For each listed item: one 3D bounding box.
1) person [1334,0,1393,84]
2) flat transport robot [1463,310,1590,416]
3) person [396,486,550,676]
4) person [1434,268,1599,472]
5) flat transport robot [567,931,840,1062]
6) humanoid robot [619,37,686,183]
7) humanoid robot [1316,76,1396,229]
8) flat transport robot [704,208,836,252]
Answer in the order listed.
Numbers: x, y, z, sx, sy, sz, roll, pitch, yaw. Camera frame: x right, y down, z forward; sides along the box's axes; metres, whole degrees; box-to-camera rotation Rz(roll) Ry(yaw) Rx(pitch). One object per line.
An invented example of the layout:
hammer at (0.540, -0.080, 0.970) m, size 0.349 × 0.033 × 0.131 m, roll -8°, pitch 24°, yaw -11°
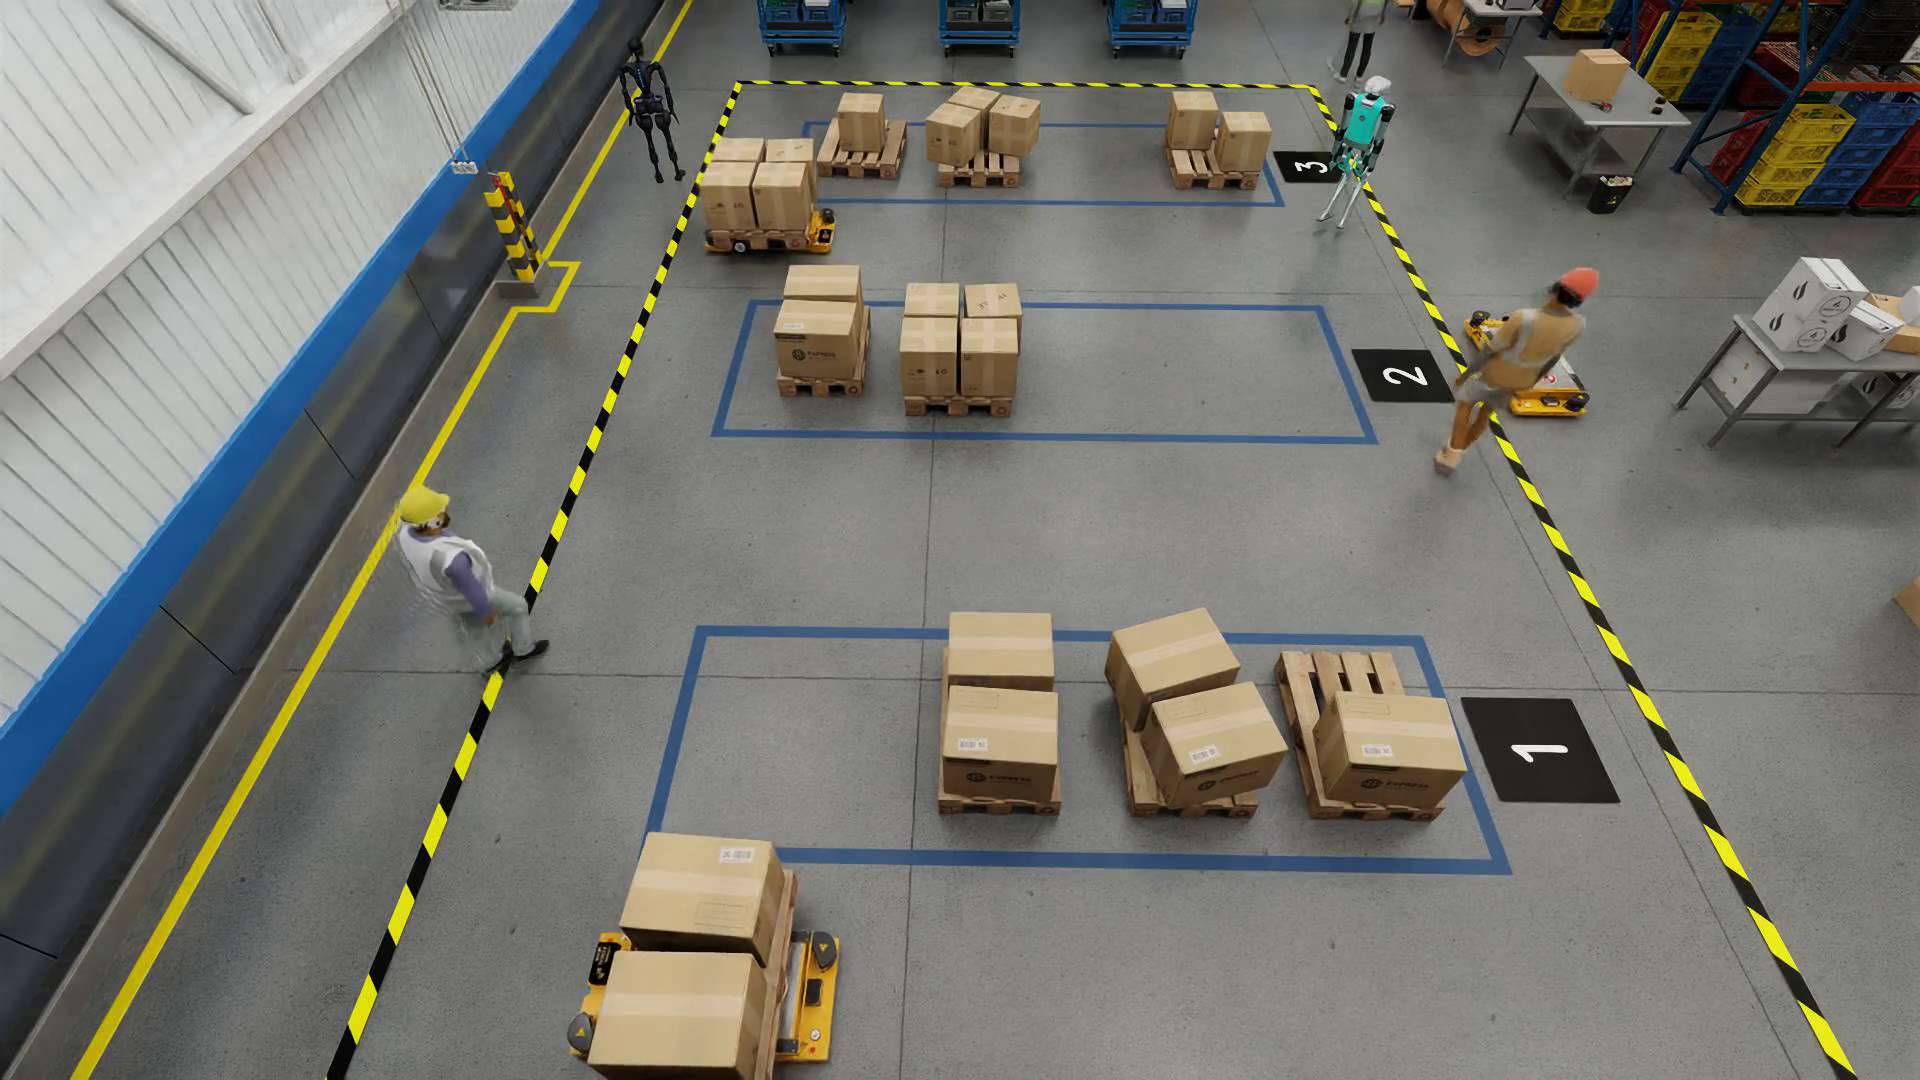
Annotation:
person at (5.749, -7.451, 12.935) m, size 0.597 × 1.850 × 0.396 m, roll -2°, pitch 49°, yaw -1°
flat transport robot at (5.573, -1.757, 9.054) m, size 0.659 × 0.231 × 1.431 m, roll 1°, pitch 49°, yaw 1°
person at (-3.332, 0.285, 6.267) m, size 0.602 × 1.812 × 0.577 m, roll 22°, pitch 53°, yaw 18°
person at (4.518, -1.349, 7.573) m, size 0.732 × 2.002 × 0.446 m, roll 2°, pitch 49°, yaw 2°
flat transport robot at (-1.444, 2.600, 5.265) m, size 1.431 × 0.197 × 0.652 m, roll 1°, pitch 49°, yaw 1°
humanoid robot at (-3.738, -5.178, 11.074) m, size 0.599 × 1.657 × 0.315 m, roll -7°, pitch 49°, yaw -6°
humanoid robot at (4.483, -4.351, 10.243) m, size 0.533 × 1.672 × 0.735 m, roll 33°, pitch 57°, yaw 25°
flat transport robot at (-2.191, -3.611, 10.640) m, size 1.431 × 0.197 × 0.652 m, roll 1°, pitch 49°, yaw 1°
